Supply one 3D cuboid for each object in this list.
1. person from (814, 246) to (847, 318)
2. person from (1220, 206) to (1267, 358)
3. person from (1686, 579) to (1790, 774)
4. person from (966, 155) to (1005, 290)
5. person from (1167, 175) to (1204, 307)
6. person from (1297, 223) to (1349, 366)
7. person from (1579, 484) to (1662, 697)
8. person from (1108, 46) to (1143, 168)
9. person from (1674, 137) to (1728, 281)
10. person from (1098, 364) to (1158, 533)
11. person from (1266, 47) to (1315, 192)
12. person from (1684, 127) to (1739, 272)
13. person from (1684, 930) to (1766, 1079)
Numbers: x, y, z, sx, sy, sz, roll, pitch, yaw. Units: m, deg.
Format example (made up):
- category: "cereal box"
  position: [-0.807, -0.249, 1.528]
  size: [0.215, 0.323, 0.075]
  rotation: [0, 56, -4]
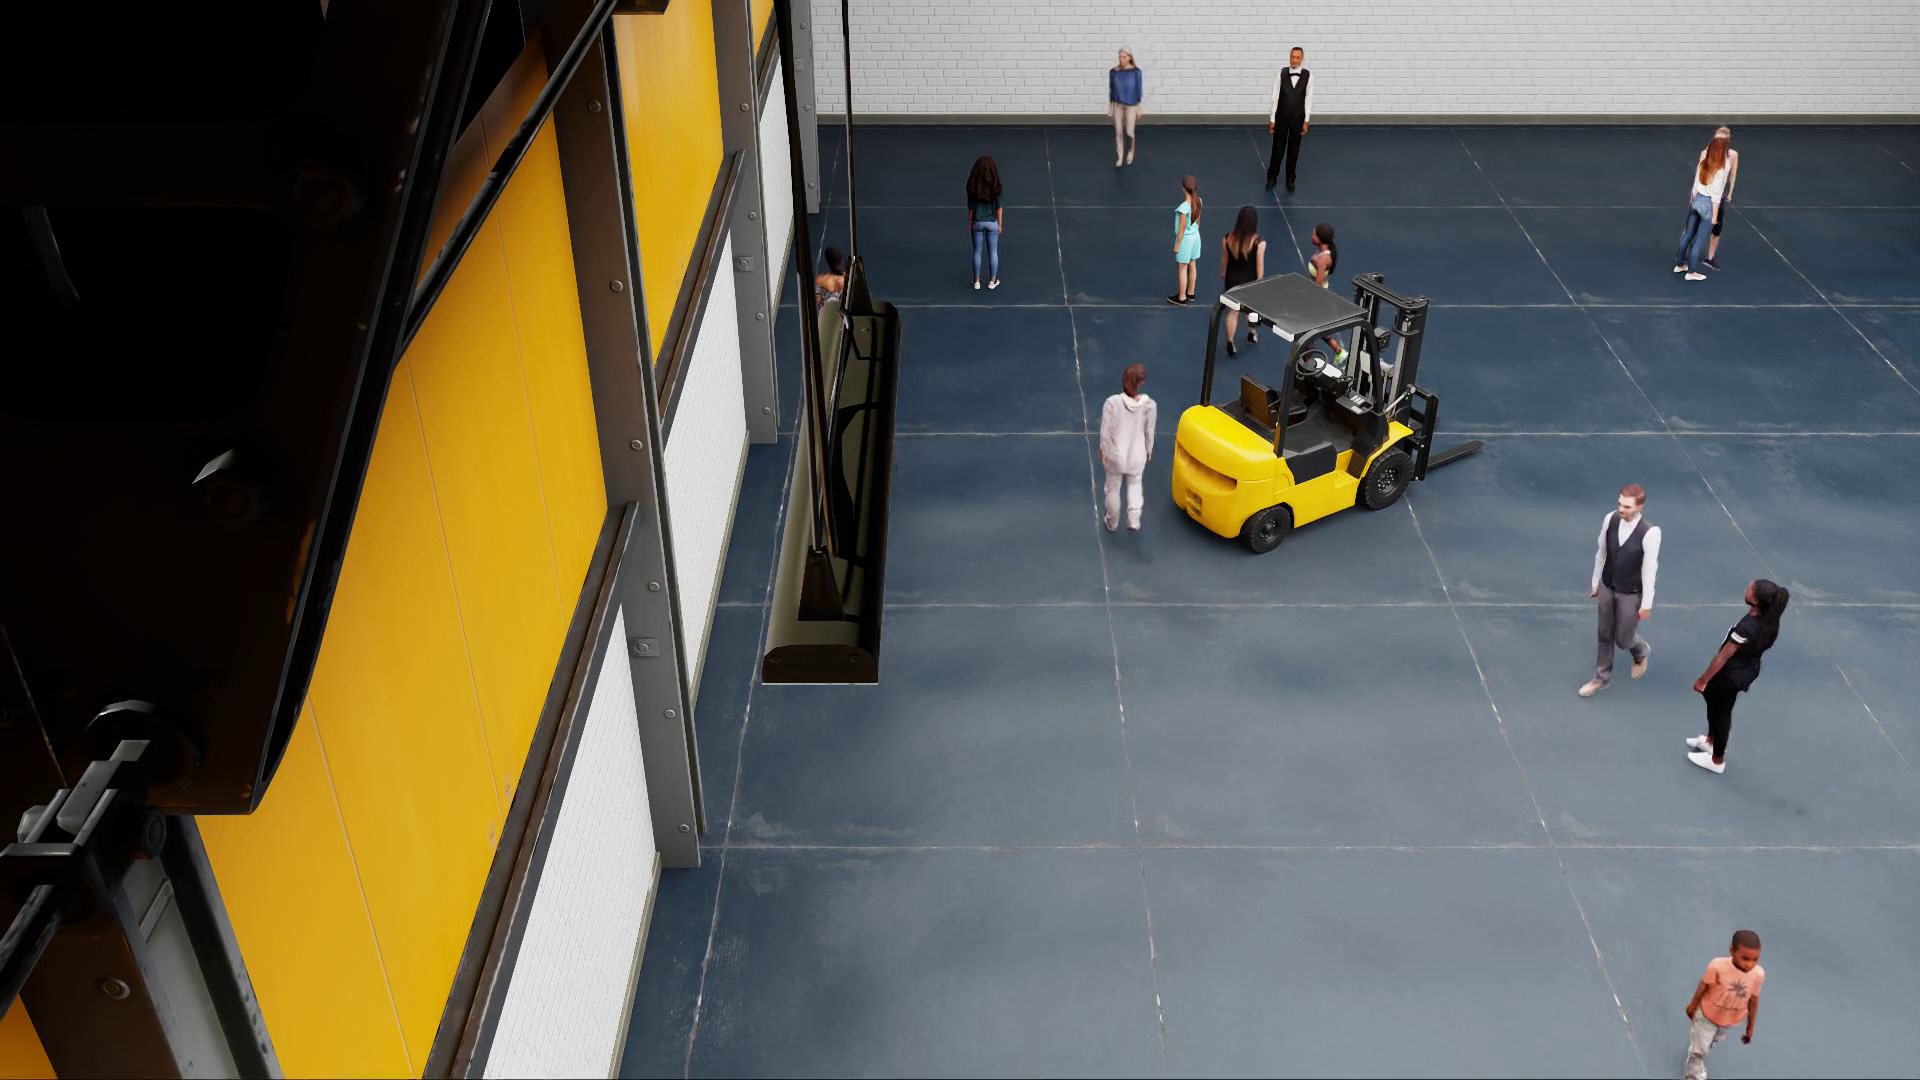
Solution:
- category: "person"
  position: [-1.240, -2.101, 16.923]
  size: [0.699, 1.810, 0.711]
  rotation: [-13, 36, -18]
- category: "person"
  position: [3.026, -2.750, 18.002]
  size: [0.872, 1.696, 0.947]
  rotation: [17, 37, 24]
- category: "person"
  position: [5.778, 1.045, 12.270]
  size: [0.767, 1.720, 0.825]
  rotation: [-28, 43, -35]
- category: "person"
  position: [0.290, -3.736, 19.557]
  size: [0.609, 1.616, 0.606]
  rotation: [3, 34, 4]
- category: "person"
  position: [2.629, -3.468, 19.207]
  size: [0.644, 1.558, 0.702]
  rotation: [-28, 43, -35]
- category: "person"
  position: [3.884, -2.526, 17.625]
  size: [0.837, 1.741, 0.890]
  rotation: [13, 36, 19]
- category: "person"
  position: [5.289, 0.366, 13.111]
  size: [1.019, 1.921, 0.989]
  rotation: [-22, 39, -29]
- category: "person"
  position: [2.293, -5.972, 22.857]
  size: [0.726, 1.688, 0.745]
  rotation: [12, 36, 18]
- category: "person"
  position: [8.844, -3.952, 19.781]
  size: [0.689, 1.728, 0.539]
  rotation: [-9, 35, -13]
- category: "person"
  position: [1.514, -0.755, 15.026]
  size: [0.669, 1.668, 0.743]
  rotation: [-4, 34, -6]
- category: "person"
  position: [4.388, -5.608, 22.103]
  size: [0.737, 1.917, 0.639]
  rotation: [6, 34, 9]
- category: "person"
  position: [8.950, -4.164, 20.065]
  size: [0.695, 1.767, 0.691]
  rotation: [3, 34, 5]
- category: "person"
  position: [4.577, 2.788, 10.042]
  size: [0.597, 1.285, 0.838]
  rotation: [7, 34, 10]
